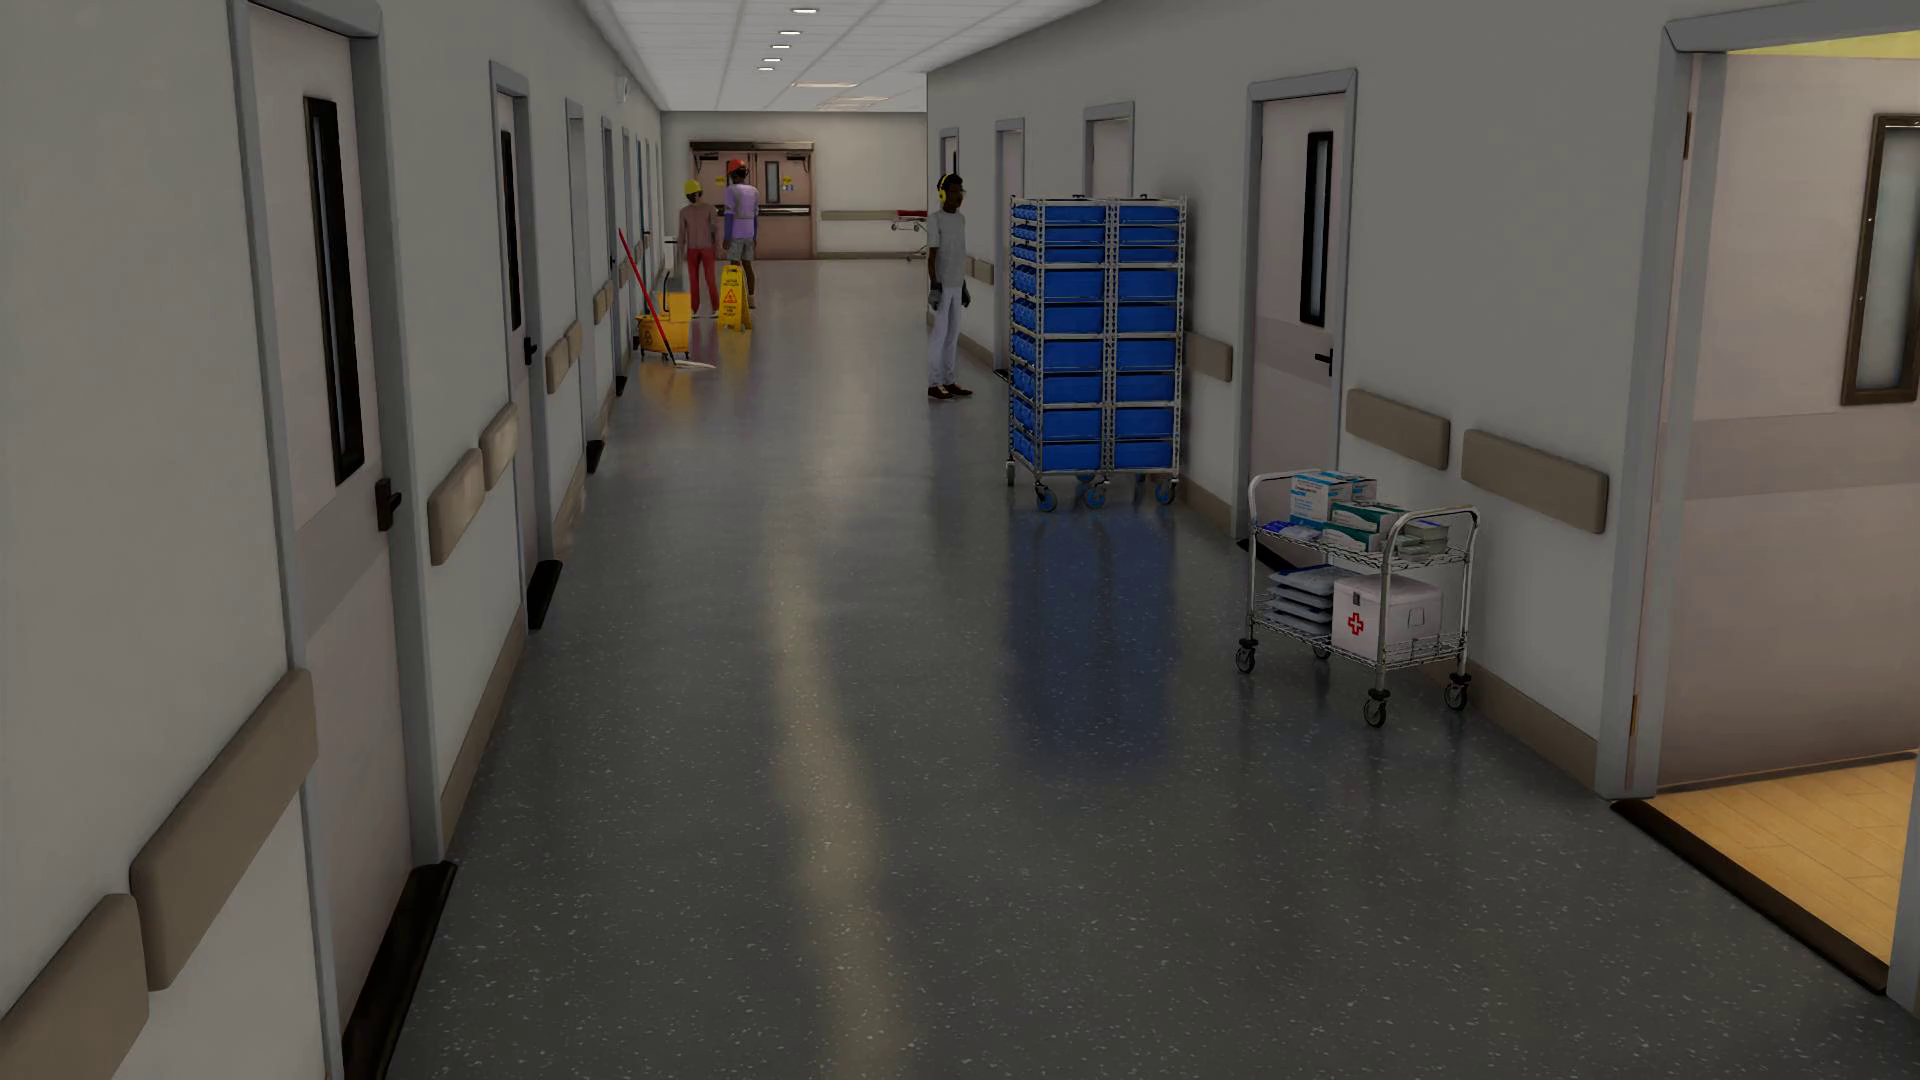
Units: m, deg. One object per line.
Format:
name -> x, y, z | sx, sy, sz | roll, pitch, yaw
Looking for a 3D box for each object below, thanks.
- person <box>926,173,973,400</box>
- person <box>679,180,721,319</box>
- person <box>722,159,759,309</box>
person -> -0.086, -2.120, 13.950 | 0.311, 1.869, 0.533 | 8, 15, 32
person -> -3.342, -3.723, 21.320 | 0.536, 1.749, 0.394 | 3, 13, 13
person -> -2.996, -4.146, 22.604 | 0.409, 2.028, 0.615 | 9, 15, 35
